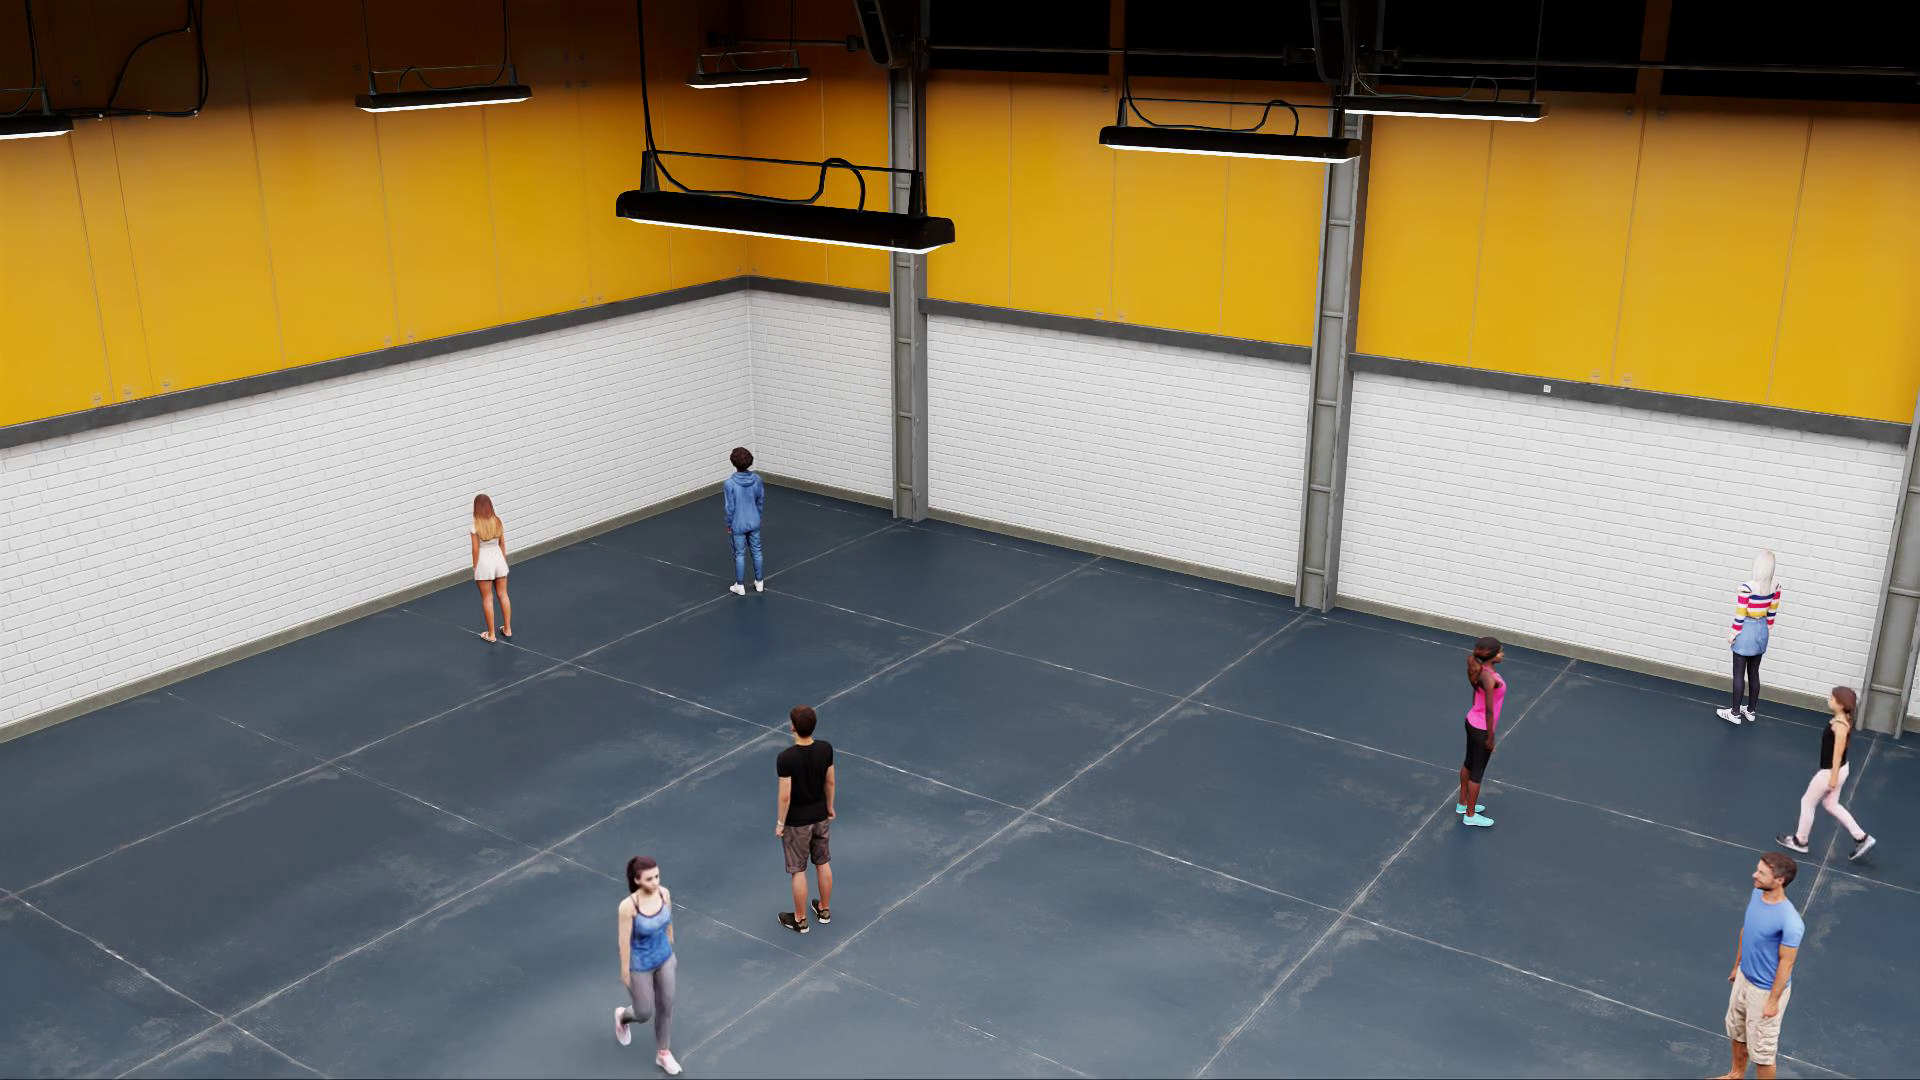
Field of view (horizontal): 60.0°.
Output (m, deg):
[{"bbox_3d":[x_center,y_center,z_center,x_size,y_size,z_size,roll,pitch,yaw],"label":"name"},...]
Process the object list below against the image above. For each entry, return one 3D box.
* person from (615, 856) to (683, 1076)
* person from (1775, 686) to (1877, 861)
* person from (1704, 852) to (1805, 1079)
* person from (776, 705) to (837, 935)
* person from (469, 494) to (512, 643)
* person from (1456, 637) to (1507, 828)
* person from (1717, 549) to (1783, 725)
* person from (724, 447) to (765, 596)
[{"bbox_3d":[-2.129,2.832,11.204,0.878,1.599,0.650,17,25,42],"label":"person"},{"bbox_3d":[7.358,1.958,13.887,0.963,1.543,0.553,15,24,37],"label":"person"},{"bbox_3d":[5.176,2.851,10.733,0.767,1.863,0.727,-2,19,-5],"label":"person"},{"bbox_3d":[-1.192,2.140,12.848,0.750,1.862,0.691,-14,23,-35],"label":"person"},{"bbox_3d":[-5.250,0.297,18.580,0.627,1.696,0.638,-15,24,-37],"label":"person"},{"bbox_3d":[4.542,1.647,14.529,0.693,1.722,0.657,1,19,3],"label":"person"},{"bbox_3d":[7.851,0.941,16.488,0.720,1.809,0.741,-6,19,-17],"label":"person"},{"bbox_3d":[-2.586,-0.237,19.986,0.748,1.811,0.735,-10,21,-27],"label":"person"}]
